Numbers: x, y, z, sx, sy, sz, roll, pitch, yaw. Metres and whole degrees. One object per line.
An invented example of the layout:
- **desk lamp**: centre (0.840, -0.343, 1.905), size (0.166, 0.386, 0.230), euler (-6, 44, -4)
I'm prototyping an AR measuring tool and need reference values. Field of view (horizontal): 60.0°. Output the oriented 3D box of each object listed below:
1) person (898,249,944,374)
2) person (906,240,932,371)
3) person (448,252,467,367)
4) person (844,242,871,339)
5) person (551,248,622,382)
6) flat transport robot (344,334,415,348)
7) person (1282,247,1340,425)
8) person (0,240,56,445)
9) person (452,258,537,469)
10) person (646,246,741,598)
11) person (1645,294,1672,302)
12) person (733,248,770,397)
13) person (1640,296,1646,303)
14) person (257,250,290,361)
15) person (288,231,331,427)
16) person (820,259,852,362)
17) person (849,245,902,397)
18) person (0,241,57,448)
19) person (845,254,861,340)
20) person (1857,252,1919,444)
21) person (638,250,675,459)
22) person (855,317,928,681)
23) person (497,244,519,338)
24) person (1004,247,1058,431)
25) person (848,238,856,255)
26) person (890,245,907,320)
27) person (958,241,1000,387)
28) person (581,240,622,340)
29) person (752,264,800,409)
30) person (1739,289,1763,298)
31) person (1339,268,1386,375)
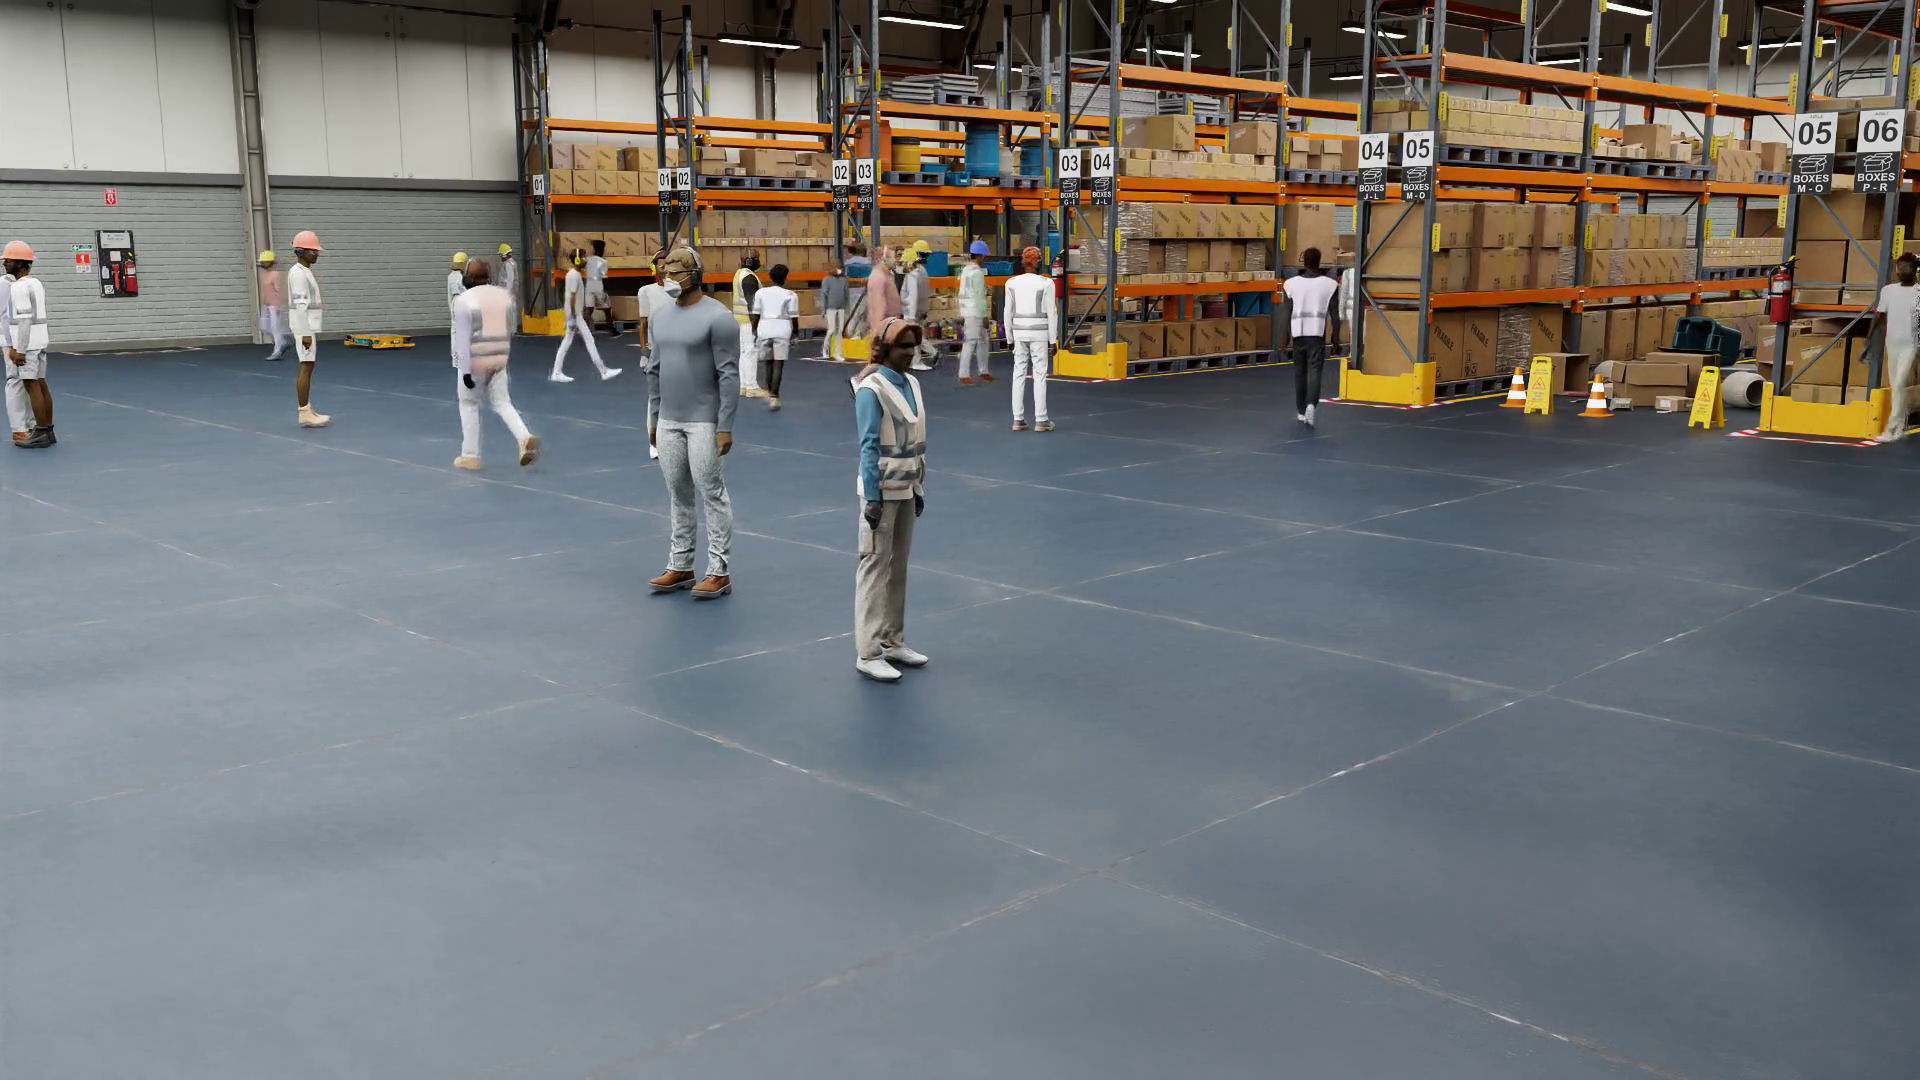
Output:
- **person**: centre (-0.630, -3.307, 24.090), size (0.681, 1.809, 0.606), euler (2, 11, 11)
- **person**: centre (-0.606, -3.497, 24.805), size (0.383, 1.924, 0.594), euler (-4, 11, -19)
- **person**: centre (-7.570, -3.495, 25.300), size (0.488, 1.743, 0.317), euler (7, 13, 35)
- **person**: centre (-1.816, -4.386, 29.807), size (0.648, 1.892, 1.041), euler (8, 13, 37)
- **person**: centre (-5.215, -3.100, 22.955), size (0.988, 1.816, 0.531), euler (-4, 11, -20)
- **flat transport robot**: centre (-10.478, -3.596, 29.983), size (0.652, 0.197, 1.431), euler (-10, 14, -44)
- **person**: centre (3.755, -2.192, 17.828), size (0.604, 1.885, 0.941), euler (2, 11, 13)
- **person**: centre (-9.050, -1.905, 16.063), size (0.401, 1.949, 0.605), euler (-1, 10, -7)
- **person**: centre (-4.041, -1.509, 14.274), size (0.770, 1.817, 0.626), euler (8, 13, 35)
- **person**: centre (-1.501, -0.654, 9.274), size (0.635, 1.939, 0.366), euler (7, 12, 33)
- **person**: centre (14.279, -5.242, 34.199), size (0.687, 1.987, 1.020), euler (3, 11, 16)
- **person**: centre (-2.612, -2.722, 20.816), size (0.429, 1.843, 0.630), euler (-4, 11, -20)
- **person**: centre (15.779, -5.998, 38.699), size (0.591, 1.833, 0.404), euler (-3, 11, -18)
- **person**: centre (-11.050, -3.765, 26.720), size (0.548, 1.752, 0.404), euler (9, 13, 39)
- **person**: centre (-6.883, -2.234, 17.610), size (0.392, 2.039, 0.612), euler (-3, 11, -16)
- **person**: centre (-1.980, -3.671, 26.590), size (0.513, 1.620, 0.326), euler (-8, 13, -36)
- **person**: centre (-0.940, -2.533, 19.634), size (0.636, 1.887, 0.651), euler (1, 10, 4)
- **person**: centre (-8.891, -1.863, 15.855), size (0.341, 1.942, 0.552), euler (-2, 11, -13)
- **person**: centre (-2.059, -4.630, 31.786), size (0.285, 1.633, 0.501), euler (-5, 12, -26)
- **person**: centre (8.984, -1.829, 15.982), size (0.872, 1.832, 0.535), euler (-6, 12, -30)
- **person**: centre (-2.657, -1.686, 15.088), size (0.513, 1.872, 0.328), euler (-6, 12, -31)
- **person**: centre (-0.314, -0.197, 7.604), size (0.311, 1.636, 0.521), euler (4, 11, 23)
- **person**: centre (-8.919, -4.919, 32.841), size (0.404, 1.824, 0.586), euler (-2, 11, -11)
- **person**: centre (0.740, -2.073, 17.158), size (0.584, 1.882, 0.345), euler (5, 12, 26)
- **person**: centre (-2.285, -5.444, 35.397), size (0.371, 1.935, 0.551), euler (-4, 11, -21)
- **person**: centre (-0.954, -3.590, 25.535), size (0.343, 1.847, 0.506), euler (9, 14, 41)
- **person**: centre (0.297, -3.006, 22.138), size (0.774, 1.916, 0.657), euler (-3, 11, -14)
- **person**: centre (-6.963, -4.802, 31.972), size (0.627, 1.919, 0.997), euler (5, 12, 27)
- **person**: centre (-2.120, -2.371, 19.370), size (0.542, 1.655, 0.754), euler (2, 11, 11)
- **person**: centre (15.069, -4.738, 31.880), size (0.834, 1.810, 0.627), euler (-3, 11, -17)
- **person**: centre (5.479, -3.027, 22.464), size (0.607, 1.835, 0.962), euler (8, 13, 39)
